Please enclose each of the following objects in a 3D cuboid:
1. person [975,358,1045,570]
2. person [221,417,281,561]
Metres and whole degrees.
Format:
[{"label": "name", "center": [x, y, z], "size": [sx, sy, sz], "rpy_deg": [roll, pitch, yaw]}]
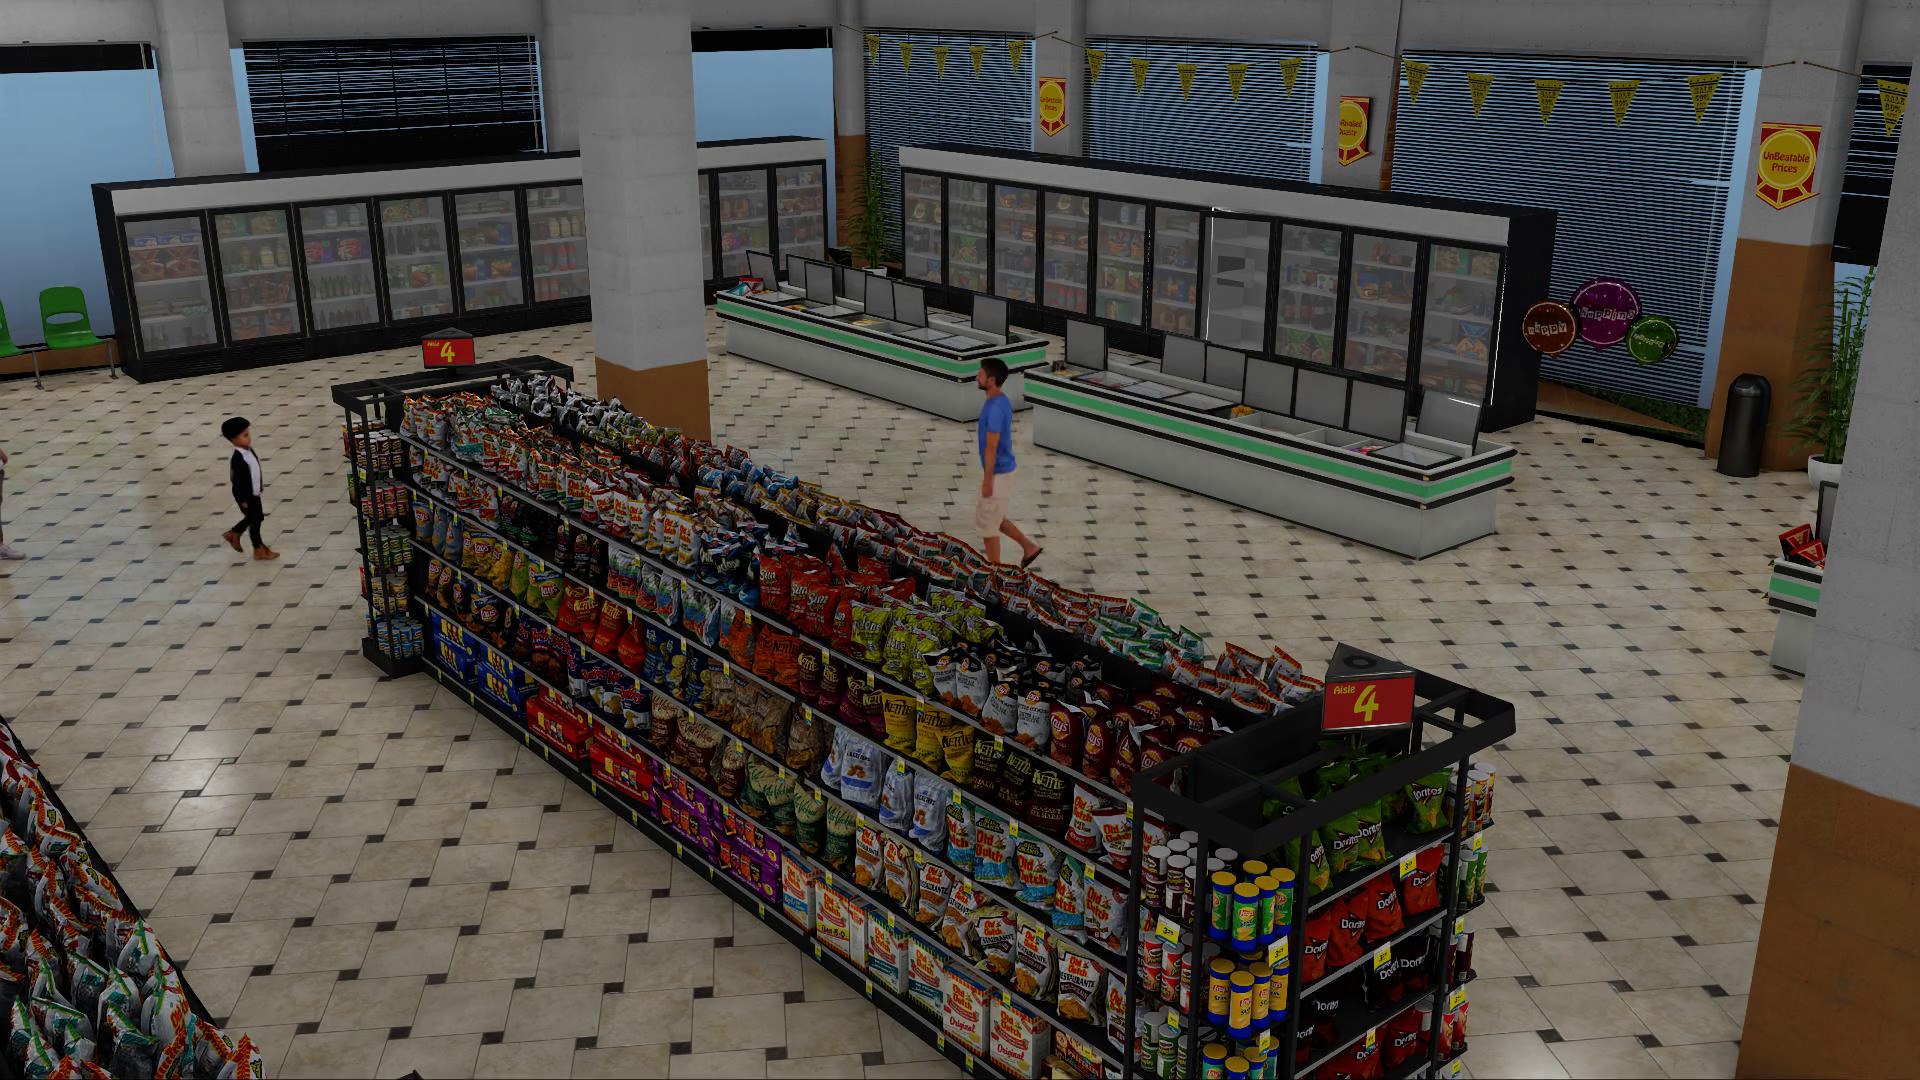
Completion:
[{"label": "person", "center": [0.377, -0.512, 13.108], "size": [0.975, 1.846, 0.914], "rpy_deg": [1, 19, 4]}, {"label": "person", "center": [-5.972, -0.419, 13.821], "size": [0.791, 1.214, 0.744], "rpy_deg": [1, 19, 2]}]
